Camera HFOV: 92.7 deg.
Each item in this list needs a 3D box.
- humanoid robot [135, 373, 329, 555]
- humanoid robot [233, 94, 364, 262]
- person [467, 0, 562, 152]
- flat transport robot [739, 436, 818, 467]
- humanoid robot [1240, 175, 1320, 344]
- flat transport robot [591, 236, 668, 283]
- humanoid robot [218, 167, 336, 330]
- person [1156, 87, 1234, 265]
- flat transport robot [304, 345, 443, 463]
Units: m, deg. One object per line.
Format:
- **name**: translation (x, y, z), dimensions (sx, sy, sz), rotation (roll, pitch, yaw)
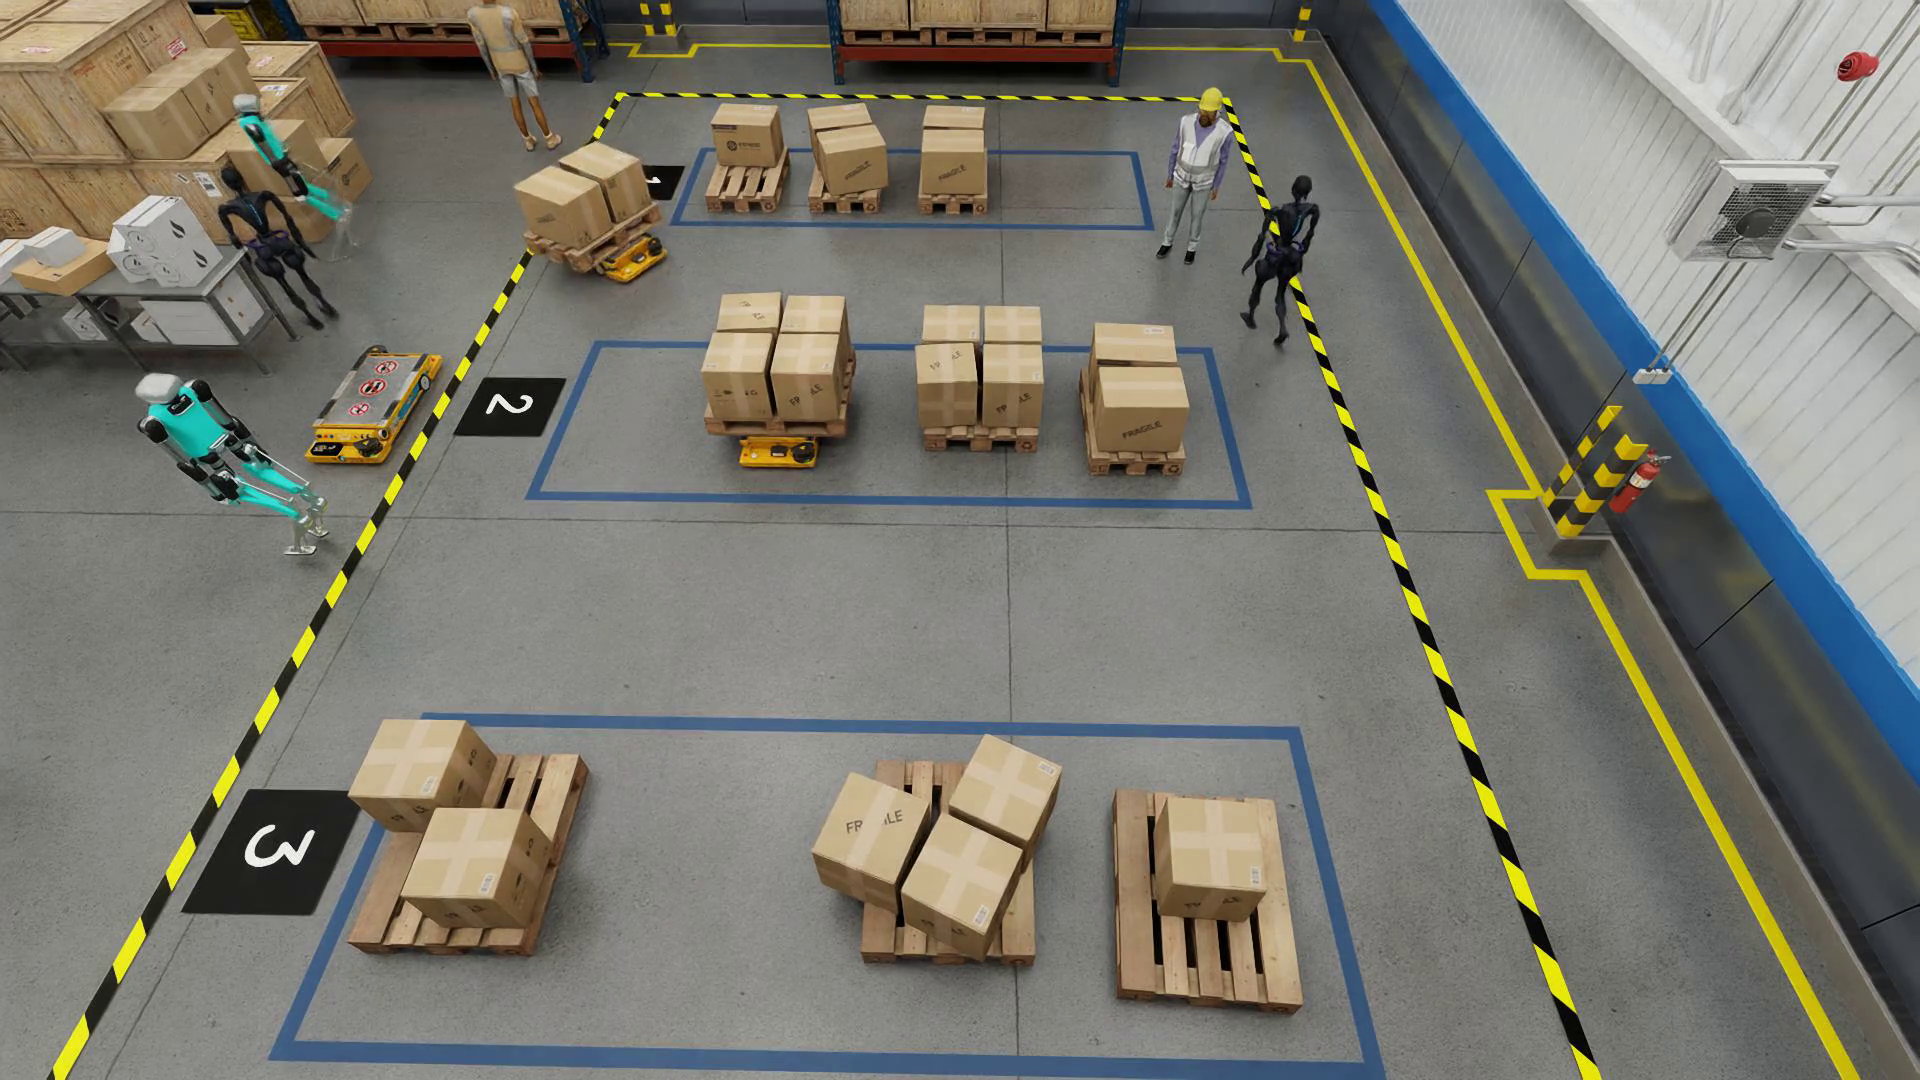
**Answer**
- **humanoid robot**: translation (-5.176, -0.496, 6.737), dimensions (0.735, 1.677, 0.533), rotation (10, 50, 8)
- **humanoid robot**: translation (-6.805, -3.793, 9.631), dimensions (0.698, 1.814, 0.554), rotation (-25, 54, -20)
- **person**: translation (-5.402, -5.734, 11.062), dimensions (0.604, 2.038, 0.390), rotation (-1, 50, -1)
- **flat transport robot**: translation (-1.582, -1.235, 8.394), dimensions (0.652, 0.197, 1.431), rotation (1, 50, 1)
- **humanoid robot**: translation (3.037, -2.632, 8.683), dimensions (0.589, 1.641, 0.632), rotation (-7, 50, -6)
- **flat transport robot**: translation (-4.013, -3.281, 10.125), dimensions (1.431, 0.197, 0.652), rotation (24, 54, 19)
- **humanoid robot**: translation (-6.612, -2.774, 8.794), dimensions (0.427, 1.654, 0.607), rotation (32, 57, 24)
- **person**: translation (2.429, -3.757, 9.519), dimensions (0.589, 1.837, 0.404), rotation (20, 53, 16)
- **flat transport robot**: translation (-5.383, -1.269, 8.441), dimensions (0.659, 0.231, 1.431), rotation (1, 50, 1)
